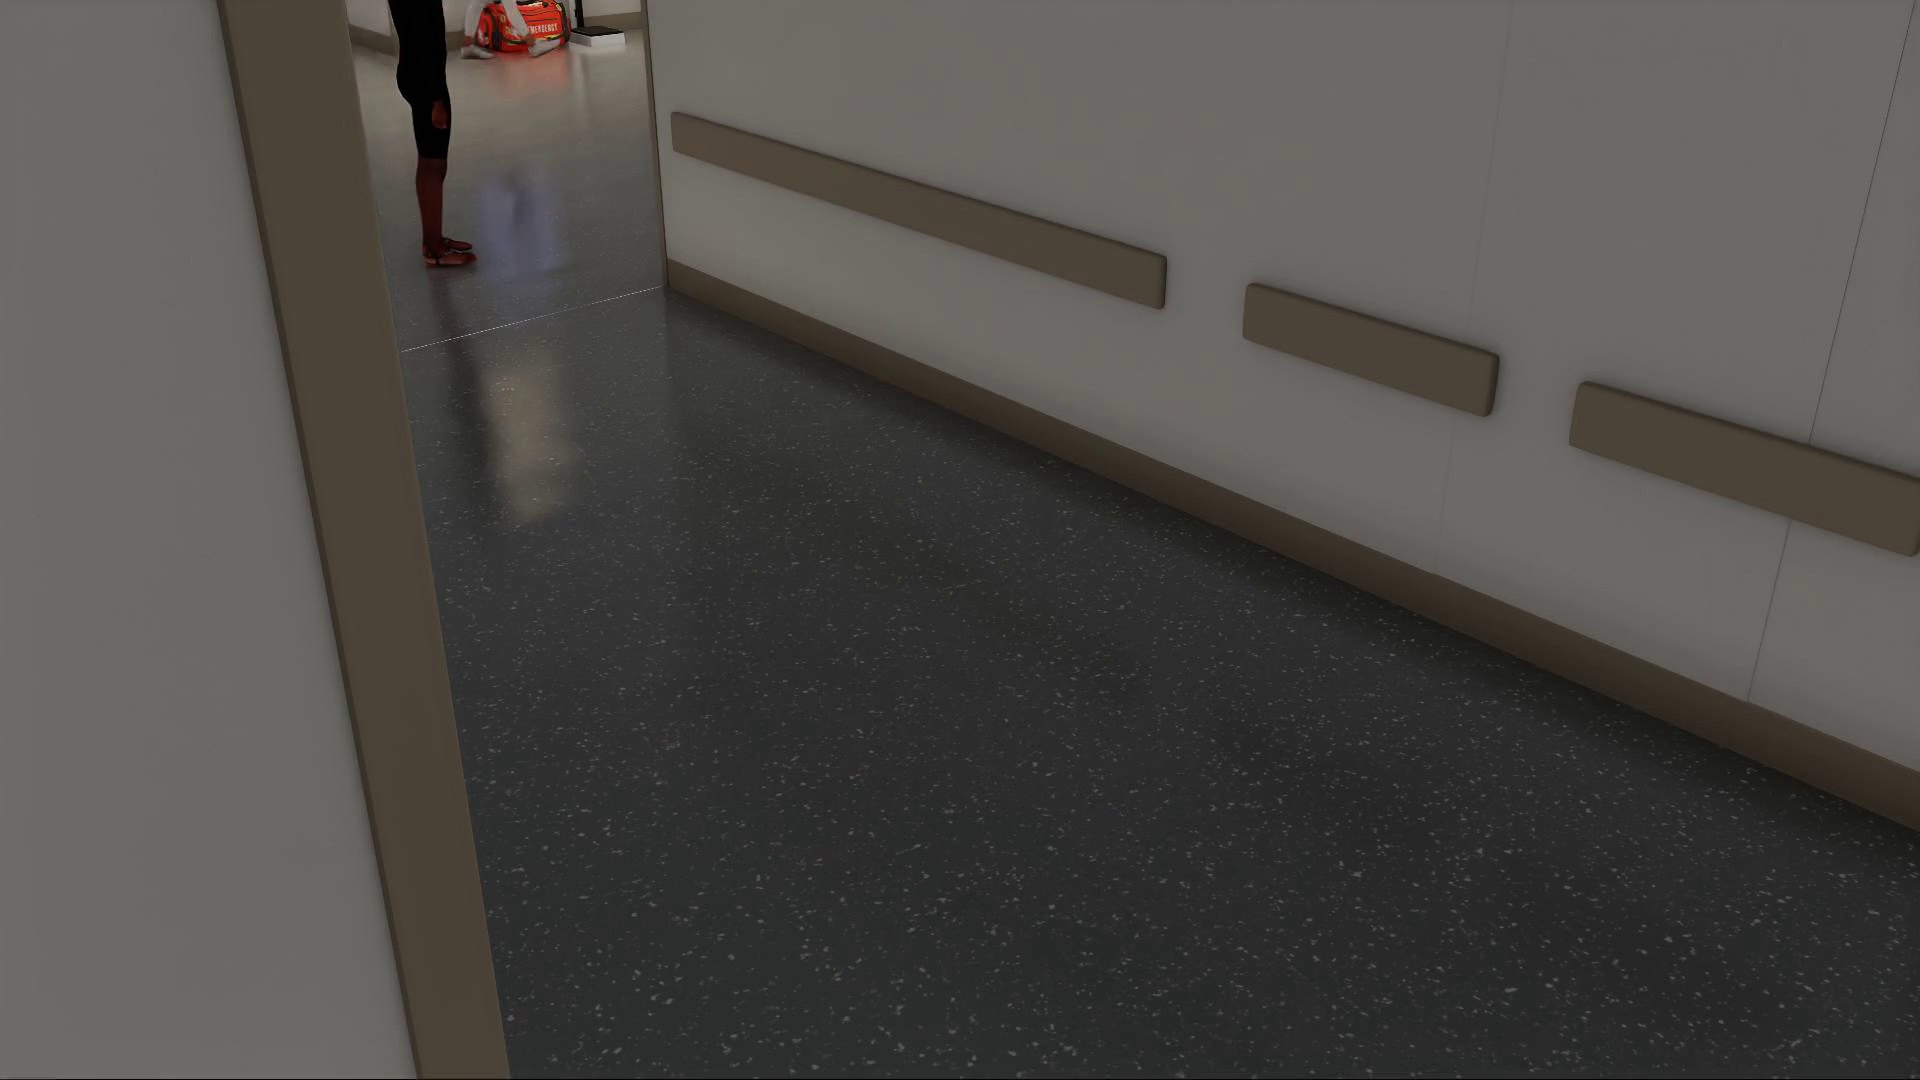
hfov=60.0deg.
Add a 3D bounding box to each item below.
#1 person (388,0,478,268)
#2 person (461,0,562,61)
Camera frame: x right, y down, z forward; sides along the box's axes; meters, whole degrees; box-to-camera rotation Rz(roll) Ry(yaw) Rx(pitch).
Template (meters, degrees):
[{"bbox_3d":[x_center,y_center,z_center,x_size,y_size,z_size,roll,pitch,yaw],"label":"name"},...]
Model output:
[{"bbox_3d":[-2.702,-2.262,8.429,0.605,1.721,0.659,-9,27,-19],"label":"person"},{"bbox_3d":[-3.995,-4.782,13.732,1.154,1.656,0.957,-3,26,-6],"label":"person"}]
